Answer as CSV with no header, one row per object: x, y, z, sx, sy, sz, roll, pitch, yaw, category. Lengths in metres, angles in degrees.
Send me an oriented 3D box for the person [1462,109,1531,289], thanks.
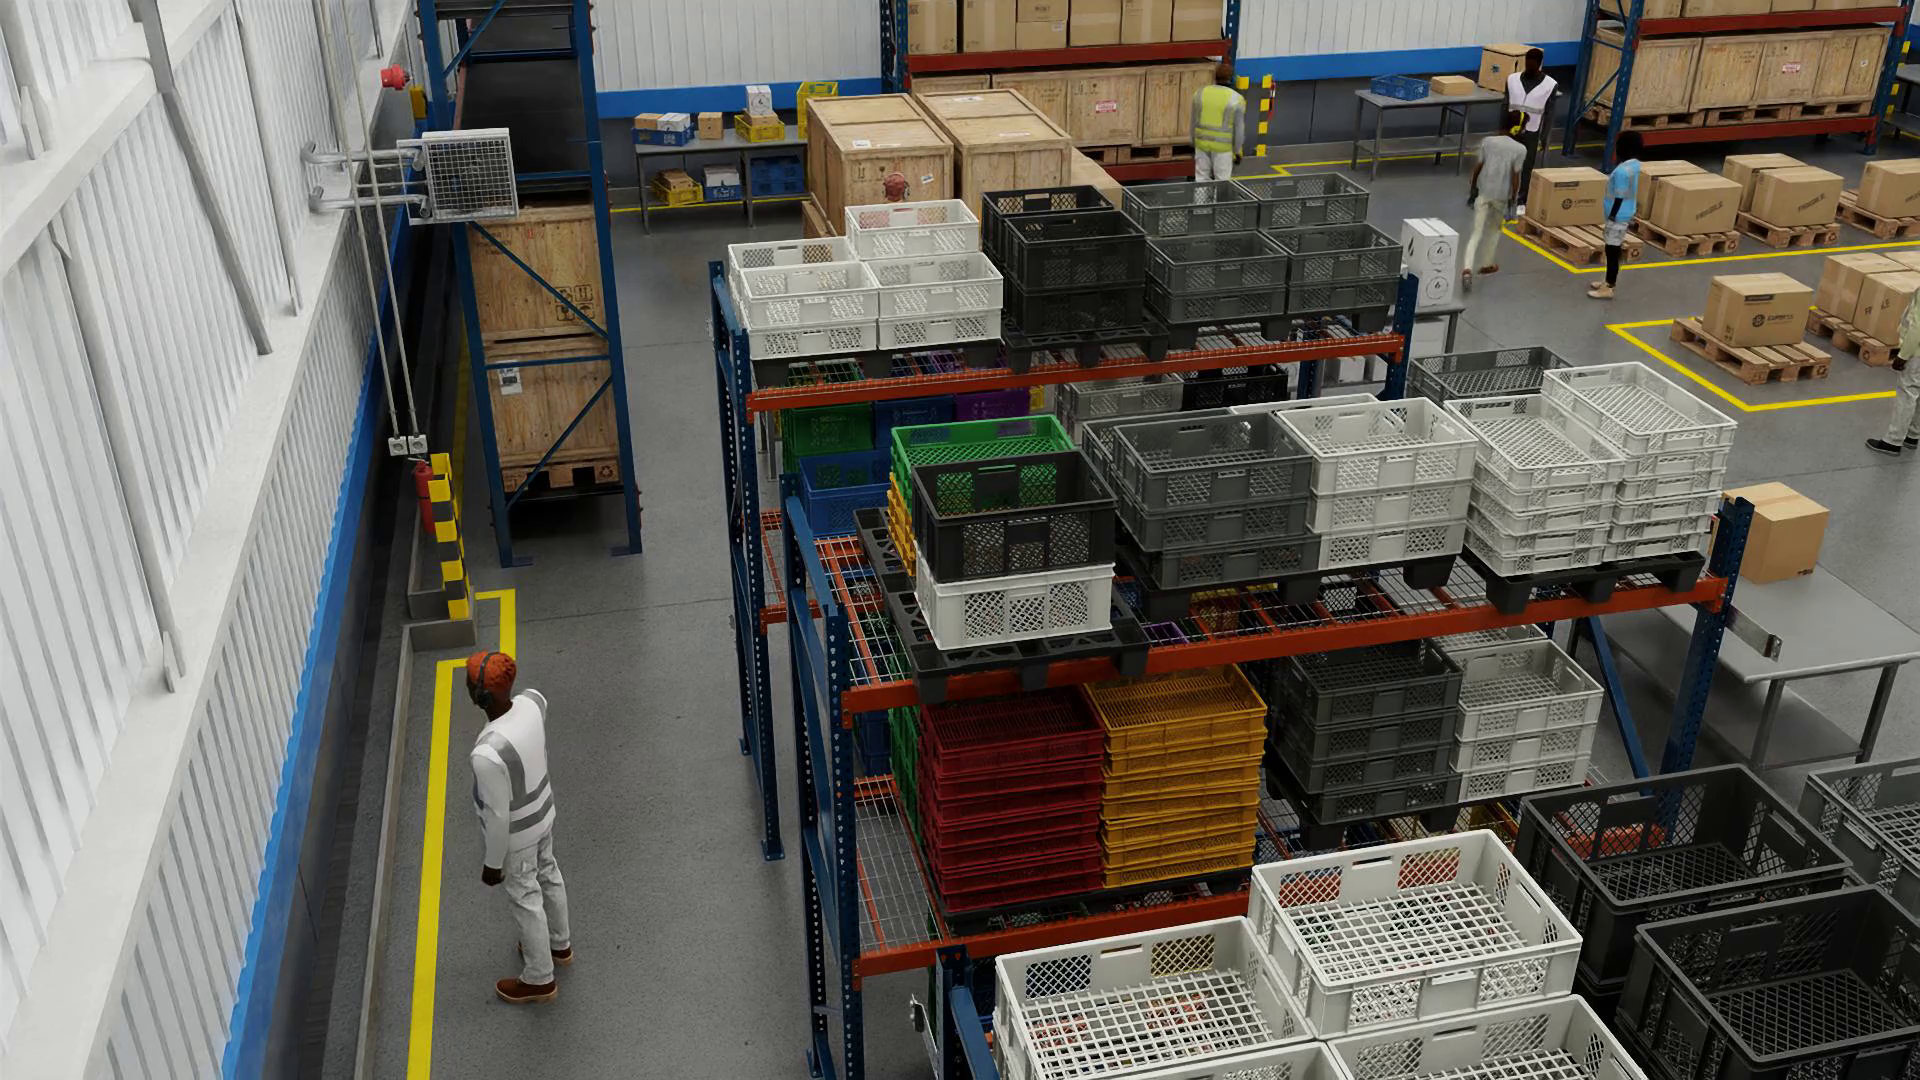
5.439,-3.500,17.023,0.556,1.816,0.925,19,33,32,person

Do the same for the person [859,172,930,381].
-0.554,-2.287,14.631,0.644,1.900,0.396,1,28,2,person

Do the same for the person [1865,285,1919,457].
7.710,-1.564,13.318,0.590,1.837,0.403,-16,32,-27,person

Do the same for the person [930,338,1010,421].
0.090,-0.976,12.096,0.643,1.934,0.388,13,31,23,person

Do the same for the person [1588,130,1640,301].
6.569,-3.259,16.698,0.386,1.684,0.561,16,32,27,person

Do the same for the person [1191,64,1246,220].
2.903,-4.432,18.777,0.648,1.822,0.432,15,31,26,person

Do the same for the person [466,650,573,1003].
-2.075,1.334,7.770,0.356,1.883,0.574,5,28,9,person

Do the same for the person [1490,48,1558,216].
6.524,-4.724,19.233,0.590,1.912,0.398,17,32,28,person
